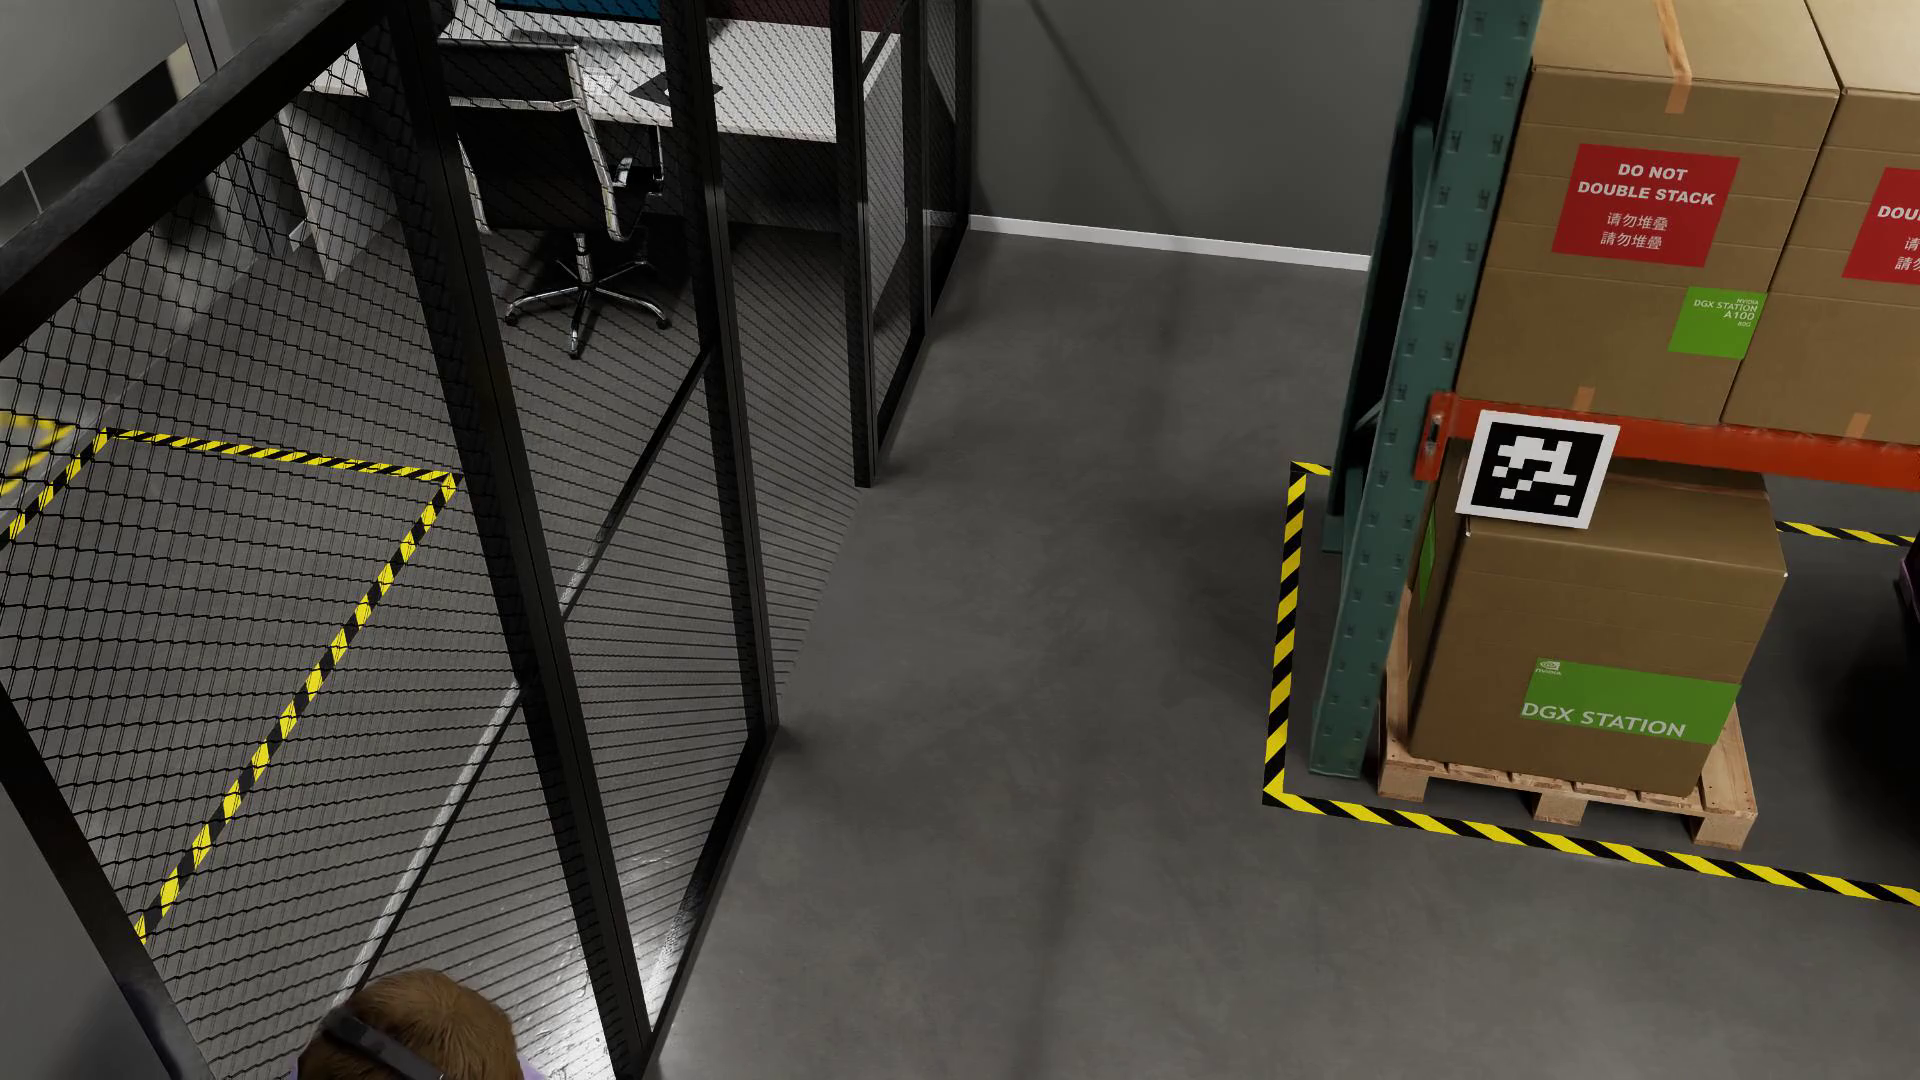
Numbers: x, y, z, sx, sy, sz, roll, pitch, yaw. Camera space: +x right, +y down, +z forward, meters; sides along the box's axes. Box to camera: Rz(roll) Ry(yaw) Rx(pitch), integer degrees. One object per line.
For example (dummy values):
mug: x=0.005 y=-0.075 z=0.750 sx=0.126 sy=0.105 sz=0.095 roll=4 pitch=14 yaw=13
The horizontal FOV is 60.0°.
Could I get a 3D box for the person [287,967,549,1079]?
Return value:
person: x=-0.524 y=1.154 z=2.174 sx=0.631 sy=1.935 sz=0.372 roll=19 pitch=44 yaw=20
